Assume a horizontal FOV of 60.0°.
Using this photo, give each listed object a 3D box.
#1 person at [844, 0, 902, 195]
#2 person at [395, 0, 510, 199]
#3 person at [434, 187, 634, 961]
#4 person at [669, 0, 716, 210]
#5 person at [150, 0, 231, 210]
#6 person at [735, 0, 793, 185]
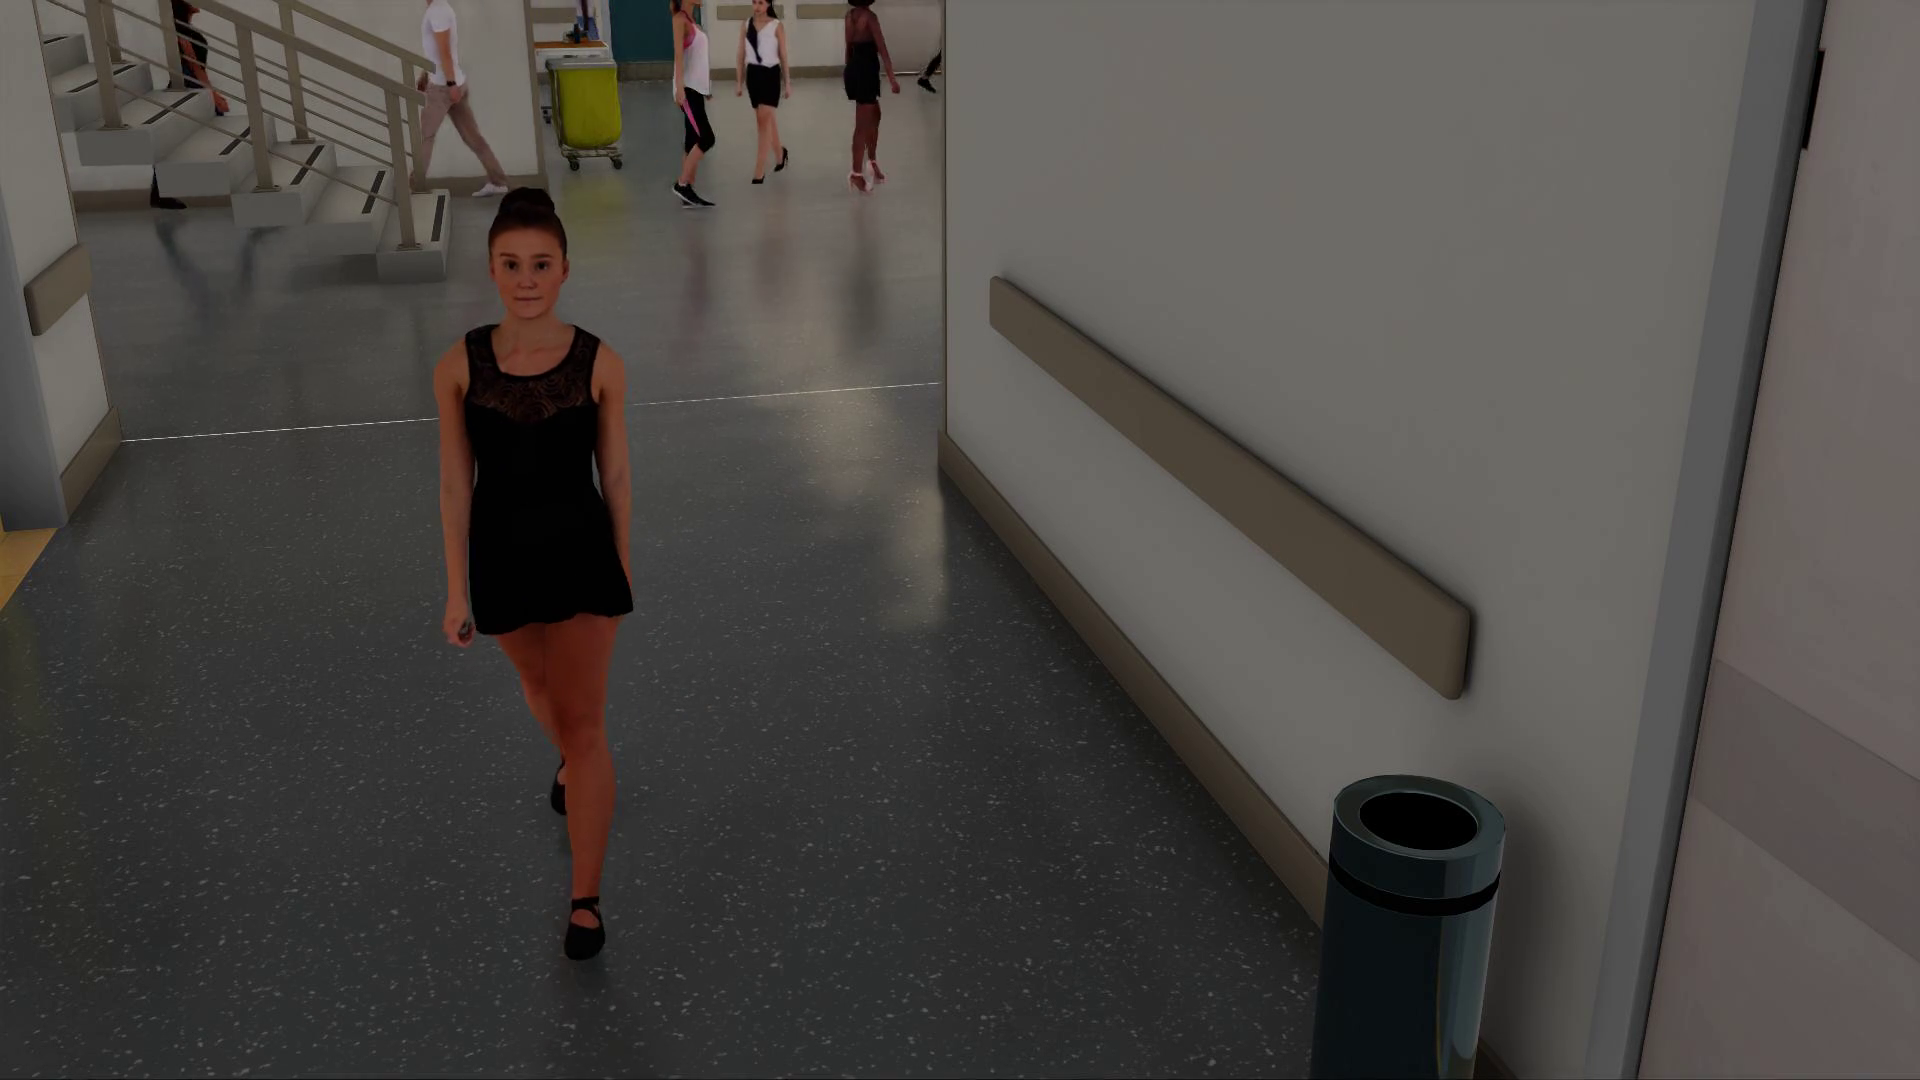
[{"bbox_3d":[-0.873,-3.748,13.686,0.767,1.768,0.724,-10,23,-26],"label":"person"},{"bbox_3d":[-3.964,-3.572,13.134,1.207,1.831,0.732,-4,21,-10],"label":"person"},{"bbox_3d":[-0.965,0.042,3.875,1.112,1.630,0.782,-1,21,-4],"label":"person"},{"bbox_3d":[-2.175,-3.465,12.920,0.748,1.782,0.737,3,21,9],"label":"person"},{"bbox_3d":[-5.981,-3.329,12.708,1.201,1.678,0.540,-5,21,-14],"label":"person"},{"bbox_3d":[-1.649,-3.883,14.262,1.118,1.612,1.025,5,21,14],"label":"person"}]
